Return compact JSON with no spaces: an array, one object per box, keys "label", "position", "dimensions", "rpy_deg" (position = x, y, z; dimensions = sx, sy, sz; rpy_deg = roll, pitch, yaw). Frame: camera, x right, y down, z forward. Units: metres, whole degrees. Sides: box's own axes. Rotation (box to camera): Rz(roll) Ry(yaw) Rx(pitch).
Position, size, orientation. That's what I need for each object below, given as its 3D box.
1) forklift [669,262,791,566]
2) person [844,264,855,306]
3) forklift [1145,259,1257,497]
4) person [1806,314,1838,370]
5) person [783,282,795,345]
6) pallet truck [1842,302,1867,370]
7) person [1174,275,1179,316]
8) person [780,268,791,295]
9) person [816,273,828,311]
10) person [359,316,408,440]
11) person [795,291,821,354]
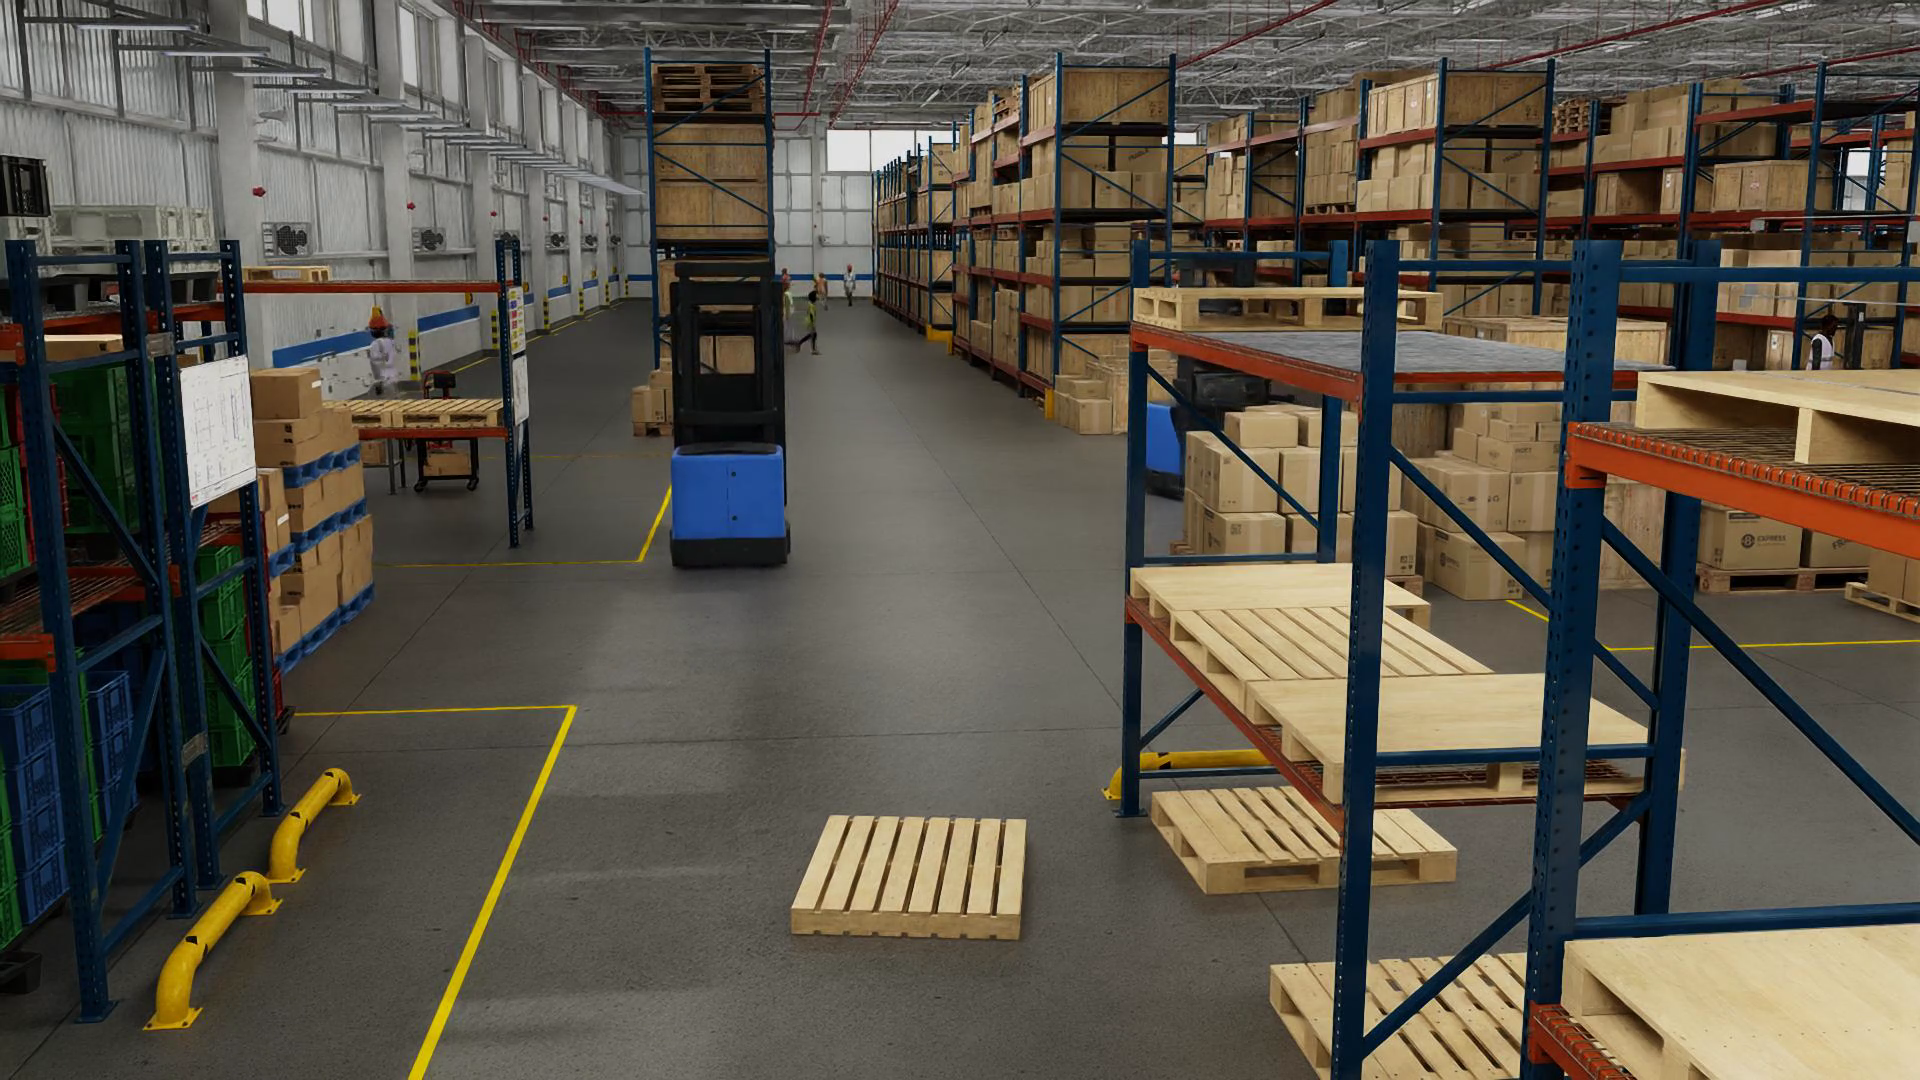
[{"label":"forklift","position":[-2.217,-1.260,15.915],"dimensions":[1.129,2.768,1.873],"rpy_deg":[-1,10,-6]},{"label":"person","position":[-5.076,-11.752,76.684],"dimensions":[0.552,1.924,0.539],"rpy_deg":[2,11,13]},{"label":"forklift","position":[2.960,-1.905,19.491],"dimensions":[1.129,2.768,1.873],"rpy_deg":[-5,11,-25]},{"label":"person","position":[13.136,-2.486,25.405],"dimensions":[0.397,1.911,0.587],"rpy_deg":[10,14,43]},{"label":"person","position":[-5.148,-6.575,48.303],"dimensions":[0.775,1.816,0.589],"rpy_deg":[0,10,1]},{"label":"pallet truck","position":[15.846,-3.142,28.793],"dimensions":[1.885,1.965,0.823],"rpy_deg":[2,10,12]},{"label":"person","position":[6.621,-6.904,49.585],"dimensions":[0.884,2.008,0.650],"rpy_deg":[0,10,-2]},{"label":"person","position":[-7.092,-10.038,67.254],"dimensions":[0.409,1.907,0.651],"rpy_deg":[4,11,23]},{"label":"person","position":[-5.946,-10.726,71.832],"dimensions":[0.545,1.615,0.659],"rpy_deg":[2,10,9]},{"label":"person","position":[-8.765,-2.437,25.188],"dimensions":[0.904,1.896,0.561],"rpy_deg":[2,10,13]},{"label":"person","position":[-4.035,-5.756,44.146],"dimensions":[0.620,1.678,0.542],"rpy_deg":[0,10,1]}]
